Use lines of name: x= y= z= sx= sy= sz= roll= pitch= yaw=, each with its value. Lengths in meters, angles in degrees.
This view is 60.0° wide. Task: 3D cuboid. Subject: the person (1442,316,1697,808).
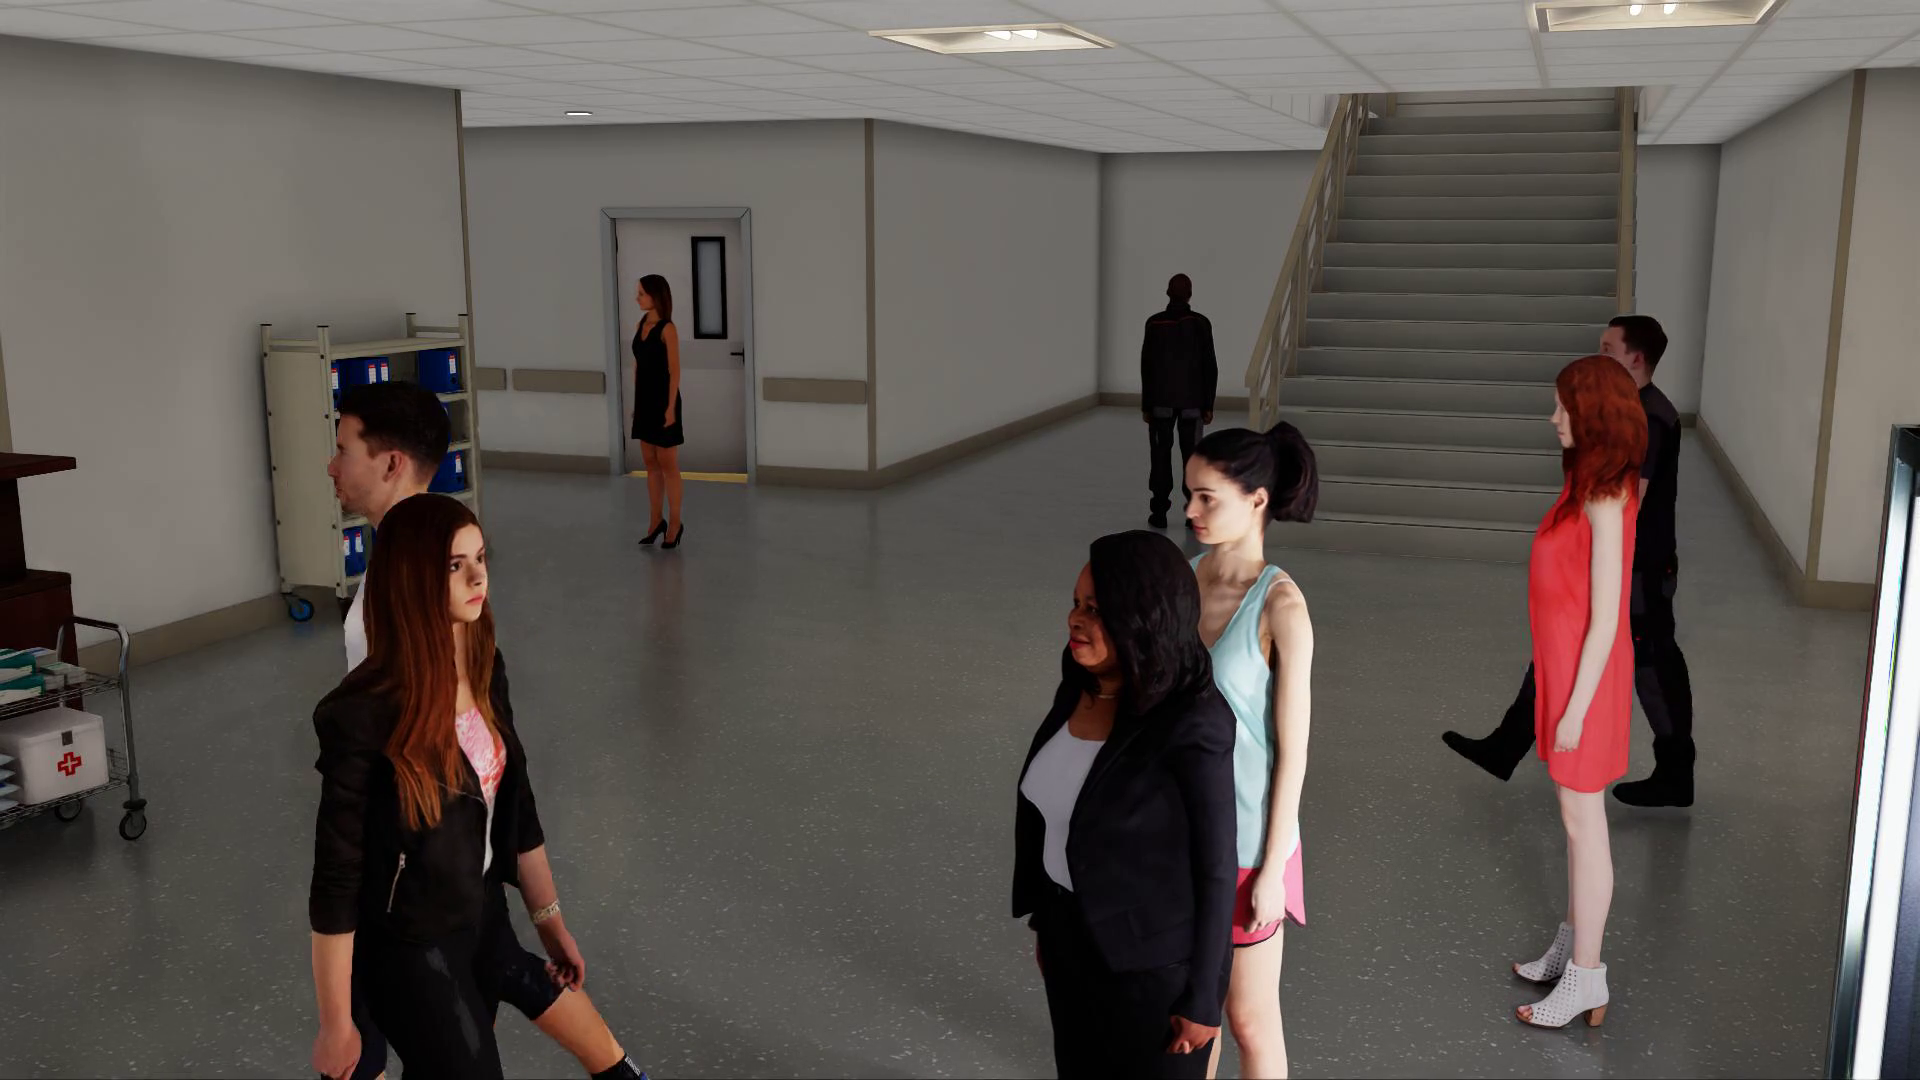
person: x=2.526 y=0.119 z=6.099 sx=0.987 sy=1.807 sz=1.154 roll=1 pitch=11 yaw=7

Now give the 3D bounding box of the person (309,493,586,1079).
person: x=-1.048 y=0.754 z=3.054 sx=0.695 sy=1.696 sz=0.634 roll=3 pitch=11 yaw=13

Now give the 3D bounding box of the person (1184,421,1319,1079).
person: x=0.552 y=0.630 z=3.495 sx=0.745 sy=1.774 sz=0.698 roll=-6 pitch=12 yaw=-30

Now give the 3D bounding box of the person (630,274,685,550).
person: x=-2.024 y=-0.857 z=11.170 sx=0.662 sy=1.834 sz=0.655 roll=10 pitch=15 yaw=43

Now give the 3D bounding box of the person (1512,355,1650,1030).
person: x=1.695 y=0.411 z=4.508 sx=0.651 sy=1.827 sz=0.445 roll=3 pitch=11 yaw=17

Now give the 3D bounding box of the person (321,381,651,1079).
person: x=-1.046 y=0.597 z=3.581 sx=1.226 sy=1.808 sz=1.247 roll=-4 pitch=12 yaw=-22

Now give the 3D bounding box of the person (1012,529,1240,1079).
person: x=0.329 y=0.771 z=3.176 sx=0.804 sy=1.617 sz=0.770 roll=-7 pitch=13 yaw=-34

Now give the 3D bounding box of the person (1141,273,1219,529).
person: x=1.560 y=-1.004 z=11.972 sx=0.744 sy=1.825 sz=0.657 roll=2 pitch=11 yaw=10
